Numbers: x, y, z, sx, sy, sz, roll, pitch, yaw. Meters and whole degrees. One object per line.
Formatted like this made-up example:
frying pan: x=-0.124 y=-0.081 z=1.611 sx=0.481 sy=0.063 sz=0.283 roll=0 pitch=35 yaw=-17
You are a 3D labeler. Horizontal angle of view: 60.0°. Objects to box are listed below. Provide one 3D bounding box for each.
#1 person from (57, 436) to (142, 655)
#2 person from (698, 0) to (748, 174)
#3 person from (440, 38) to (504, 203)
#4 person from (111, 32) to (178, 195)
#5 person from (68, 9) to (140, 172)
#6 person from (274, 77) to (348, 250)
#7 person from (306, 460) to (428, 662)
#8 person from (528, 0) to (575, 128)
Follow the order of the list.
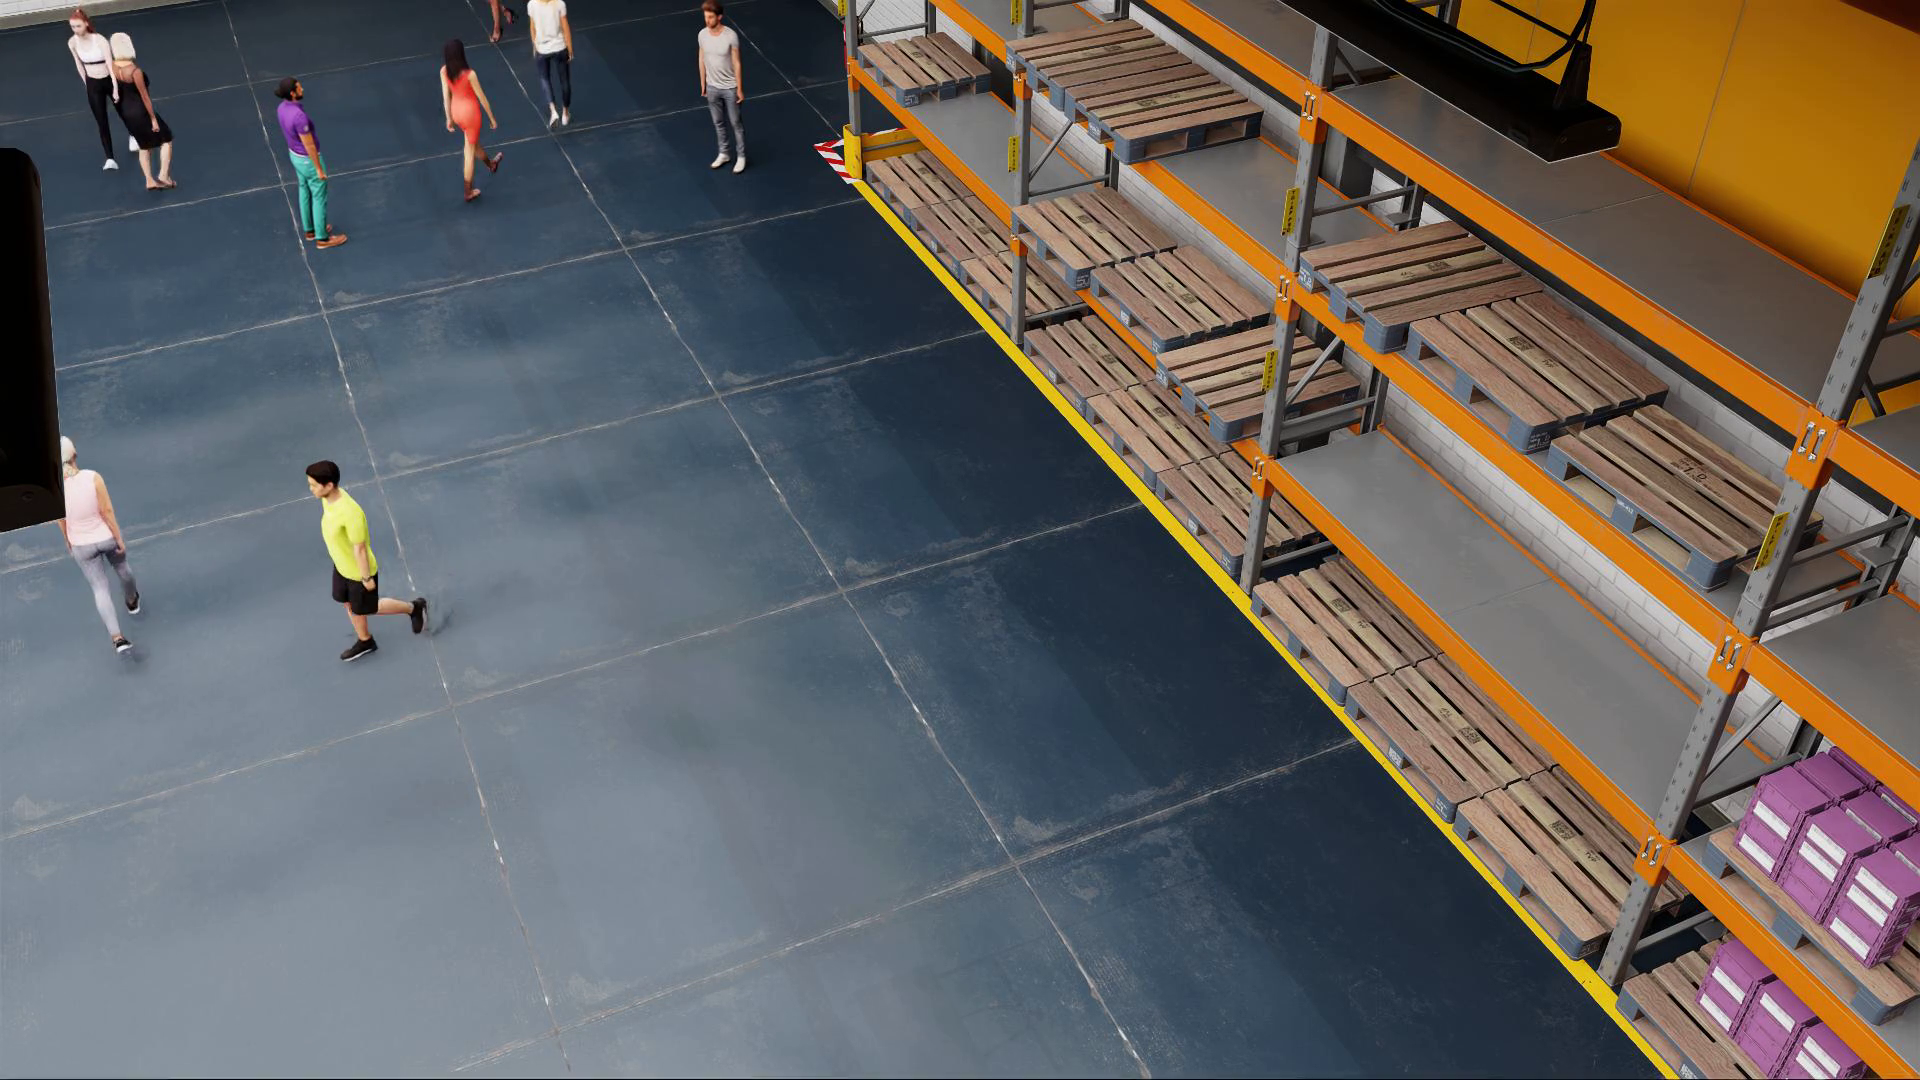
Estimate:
person: x=-6.207 y=0.055 z=11.933 sx=0.535 sy=1.695 sz=1.091 roll=-16 pitch=41 yaw=-19
person: x=-2.561 y=-4.934 z=18.026 sx=0.747 sy=1.889 sz=0.799 roll=12 pitch=40 yaw=14
person: x=-5.223 y=-4.380 z=17.510 sx=1.098 sy=1.666 sz=1.182 roll=11 pitch=40 yaw=14
person: x=-8.706 y=-4.445 z=17.551 sx=0.758 sy=1.717 sz=0.832 roll=18 pitch=42 yaw=21
person: x=-9.329 y=-4.969 z=18.237 sx=0.849 sy=1.680 sz=1.278 roll=-5 pitch=39 yaw=-6
person: x=-6.575 y=-3.797 z=16.701 sx=0.742 sy=1.764 sz=0.597 roll=-32 pitch=48 yaw=-33
person: x=-4.253 y=0.127 z=11.848 sx=0.876 sy=1.689 sz=0.939 roll=-31 pitch=48 yaw=-33
person: x=-4.611 y=-5.496 z=18.799 sx=0.730 sy=1.801 sz=0.891 roll=-7 pitch=39 yaw=-9
